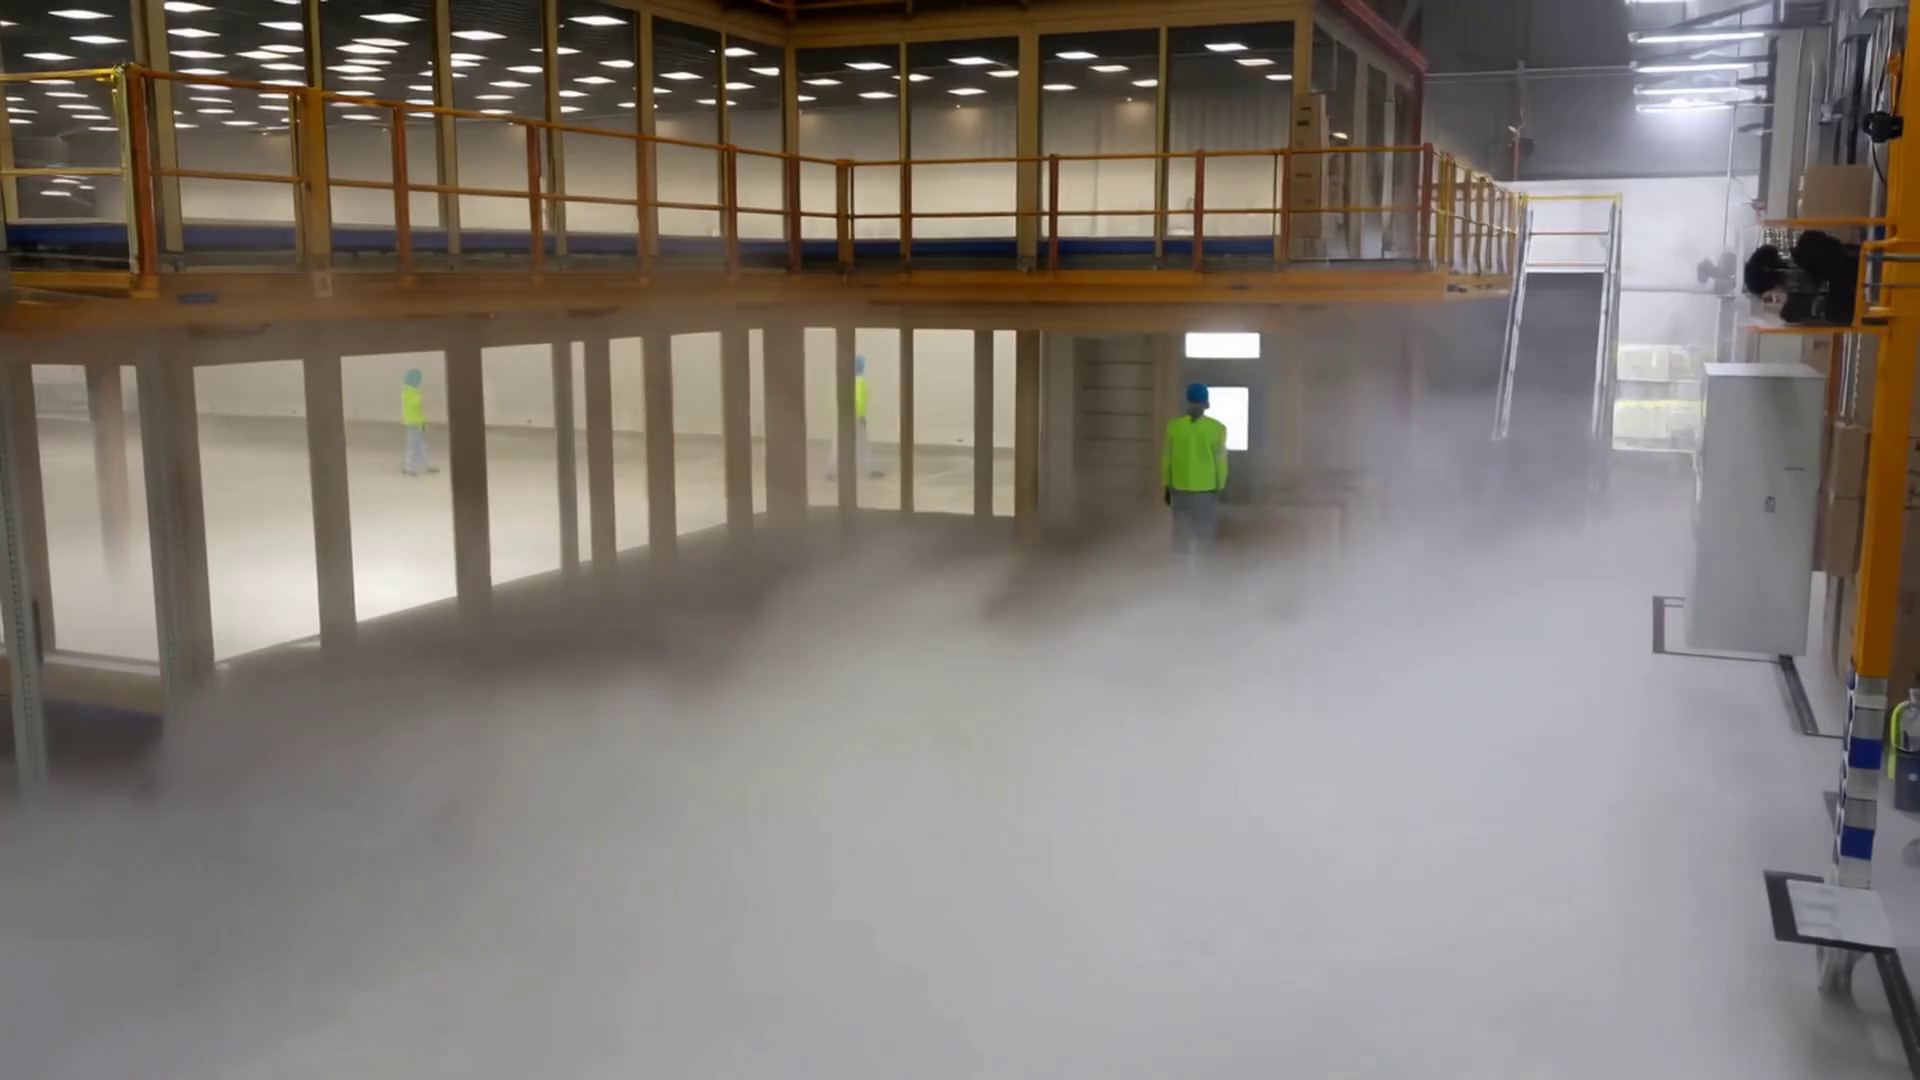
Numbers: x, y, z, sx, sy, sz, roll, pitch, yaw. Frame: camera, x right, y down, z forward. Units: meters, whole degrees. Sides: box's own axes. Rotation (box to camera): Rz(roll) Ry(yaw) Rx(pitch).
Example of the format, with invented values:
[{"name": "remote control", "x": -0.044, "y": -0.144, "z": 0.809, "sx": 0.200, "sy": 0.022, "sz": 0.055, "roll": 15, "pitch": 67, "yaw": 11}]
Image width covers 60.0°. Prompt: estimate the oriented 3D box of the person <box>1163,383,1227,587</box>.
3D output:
[{"name": "person", "x": 2.269, "y": -0.532, "z": 16.112, "sx": 0.612, "sy": 1.986, "sz": 0.406, "roll": 1, "pitch": 9, "yaw": 8}]
